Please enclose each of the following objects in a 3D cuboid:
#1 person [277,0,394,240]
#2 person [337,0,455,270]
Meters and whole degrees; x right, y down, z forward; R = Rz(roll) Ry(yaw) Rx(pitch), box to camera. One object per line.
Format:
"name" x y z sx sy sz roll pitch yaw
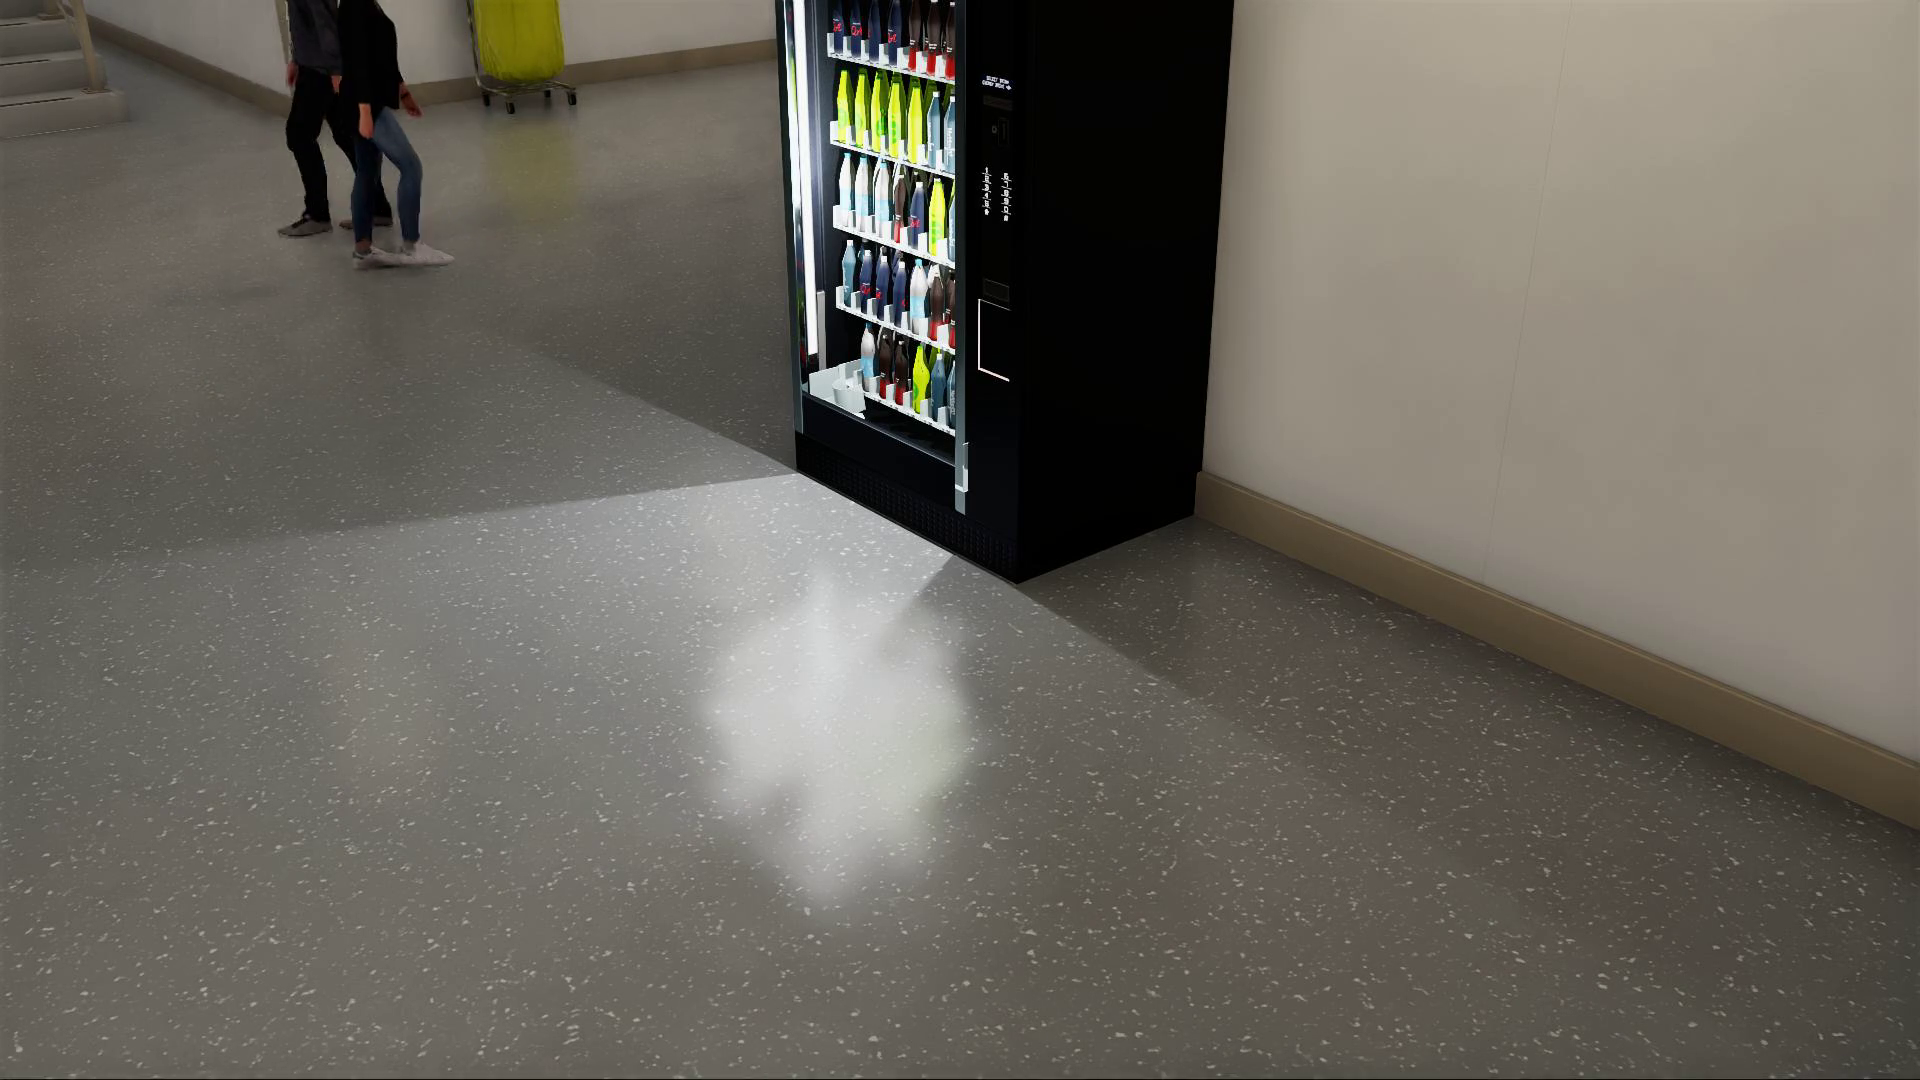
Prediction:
"person" -3.221 -2.463 8.663 0.858 1.741 0.861 -7 27 -15
"person" -2.929 -2.094 8.027 0.749 1.629 0.720 -11 28 -22
